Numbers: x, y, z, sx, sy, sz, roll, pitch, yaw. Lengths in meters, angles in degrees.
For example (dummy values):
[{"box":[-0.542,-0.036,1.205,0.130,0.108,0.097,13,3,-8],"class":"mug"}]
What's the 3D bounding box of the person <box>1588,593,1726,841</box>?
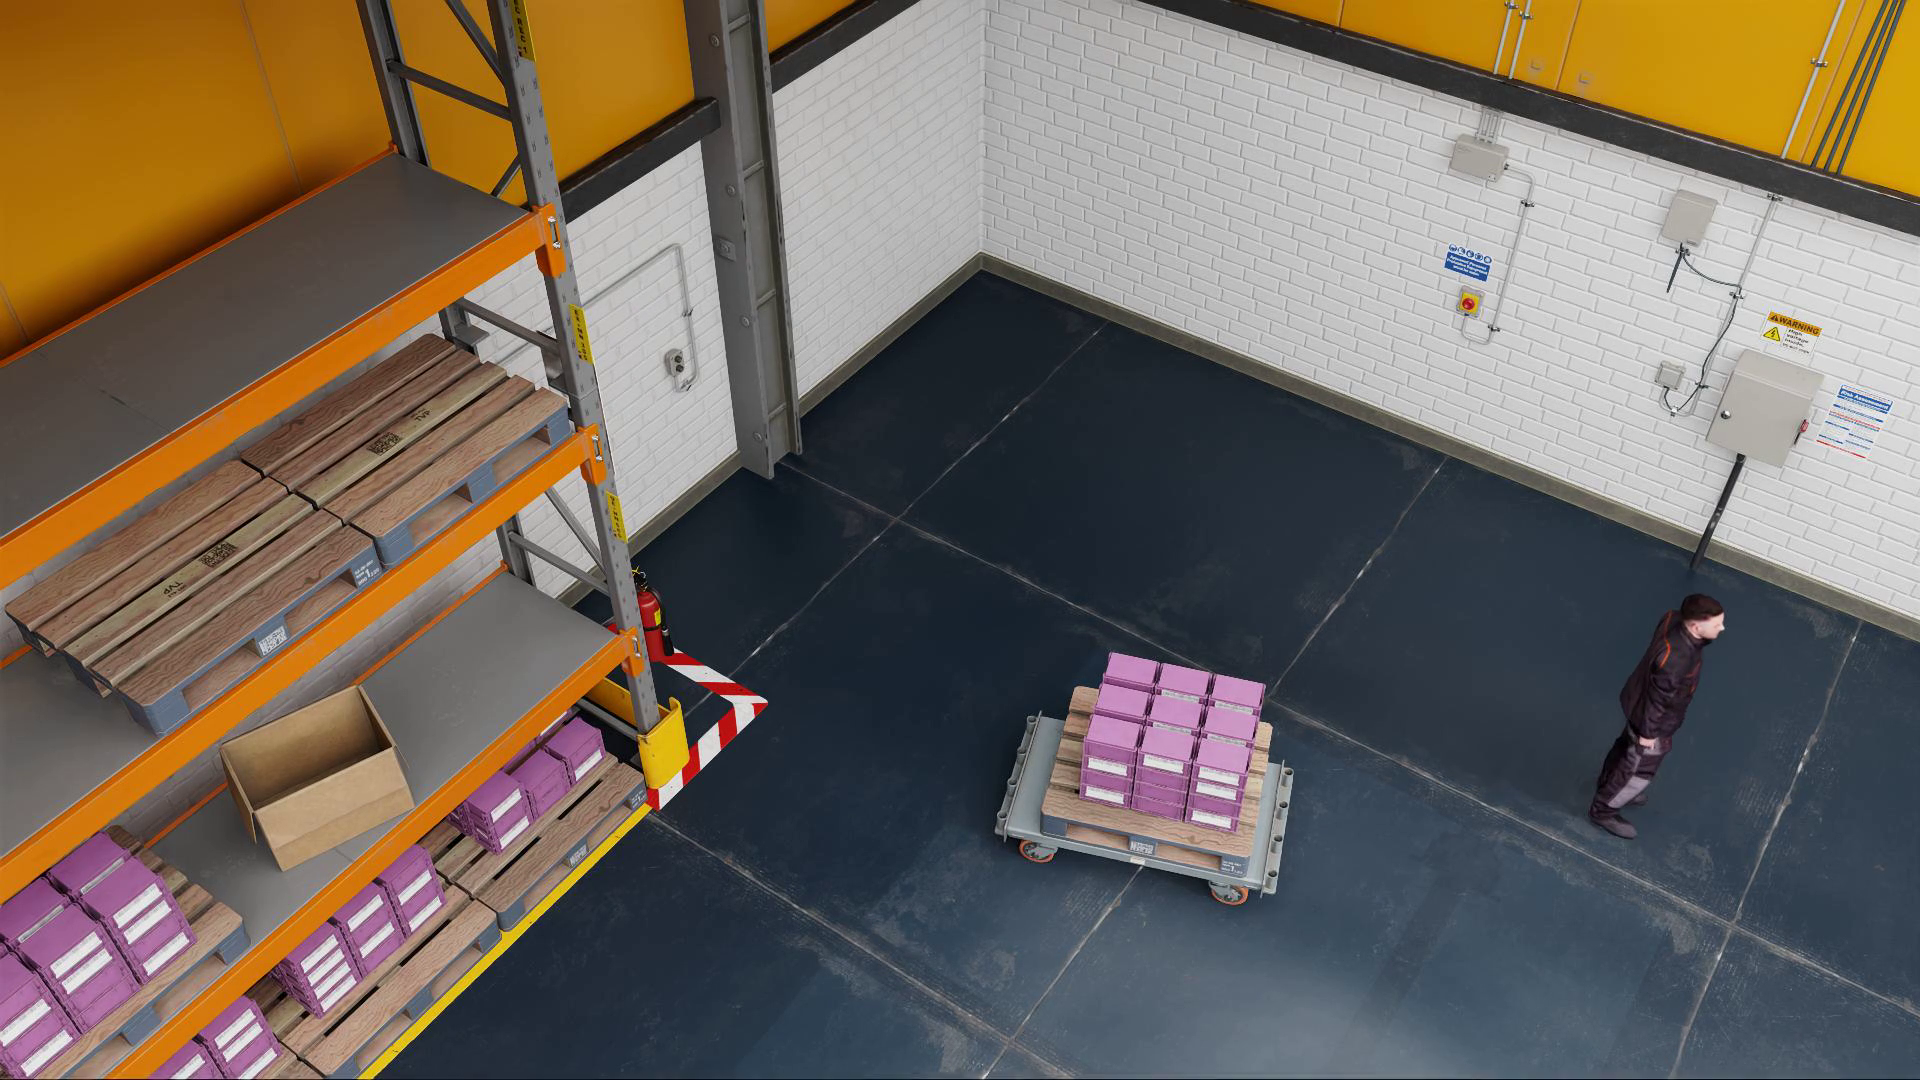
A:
[{"box":[3.975,0.949,9.573,0.833,1.855,0.638,17,46,17],"class":"person"}]
